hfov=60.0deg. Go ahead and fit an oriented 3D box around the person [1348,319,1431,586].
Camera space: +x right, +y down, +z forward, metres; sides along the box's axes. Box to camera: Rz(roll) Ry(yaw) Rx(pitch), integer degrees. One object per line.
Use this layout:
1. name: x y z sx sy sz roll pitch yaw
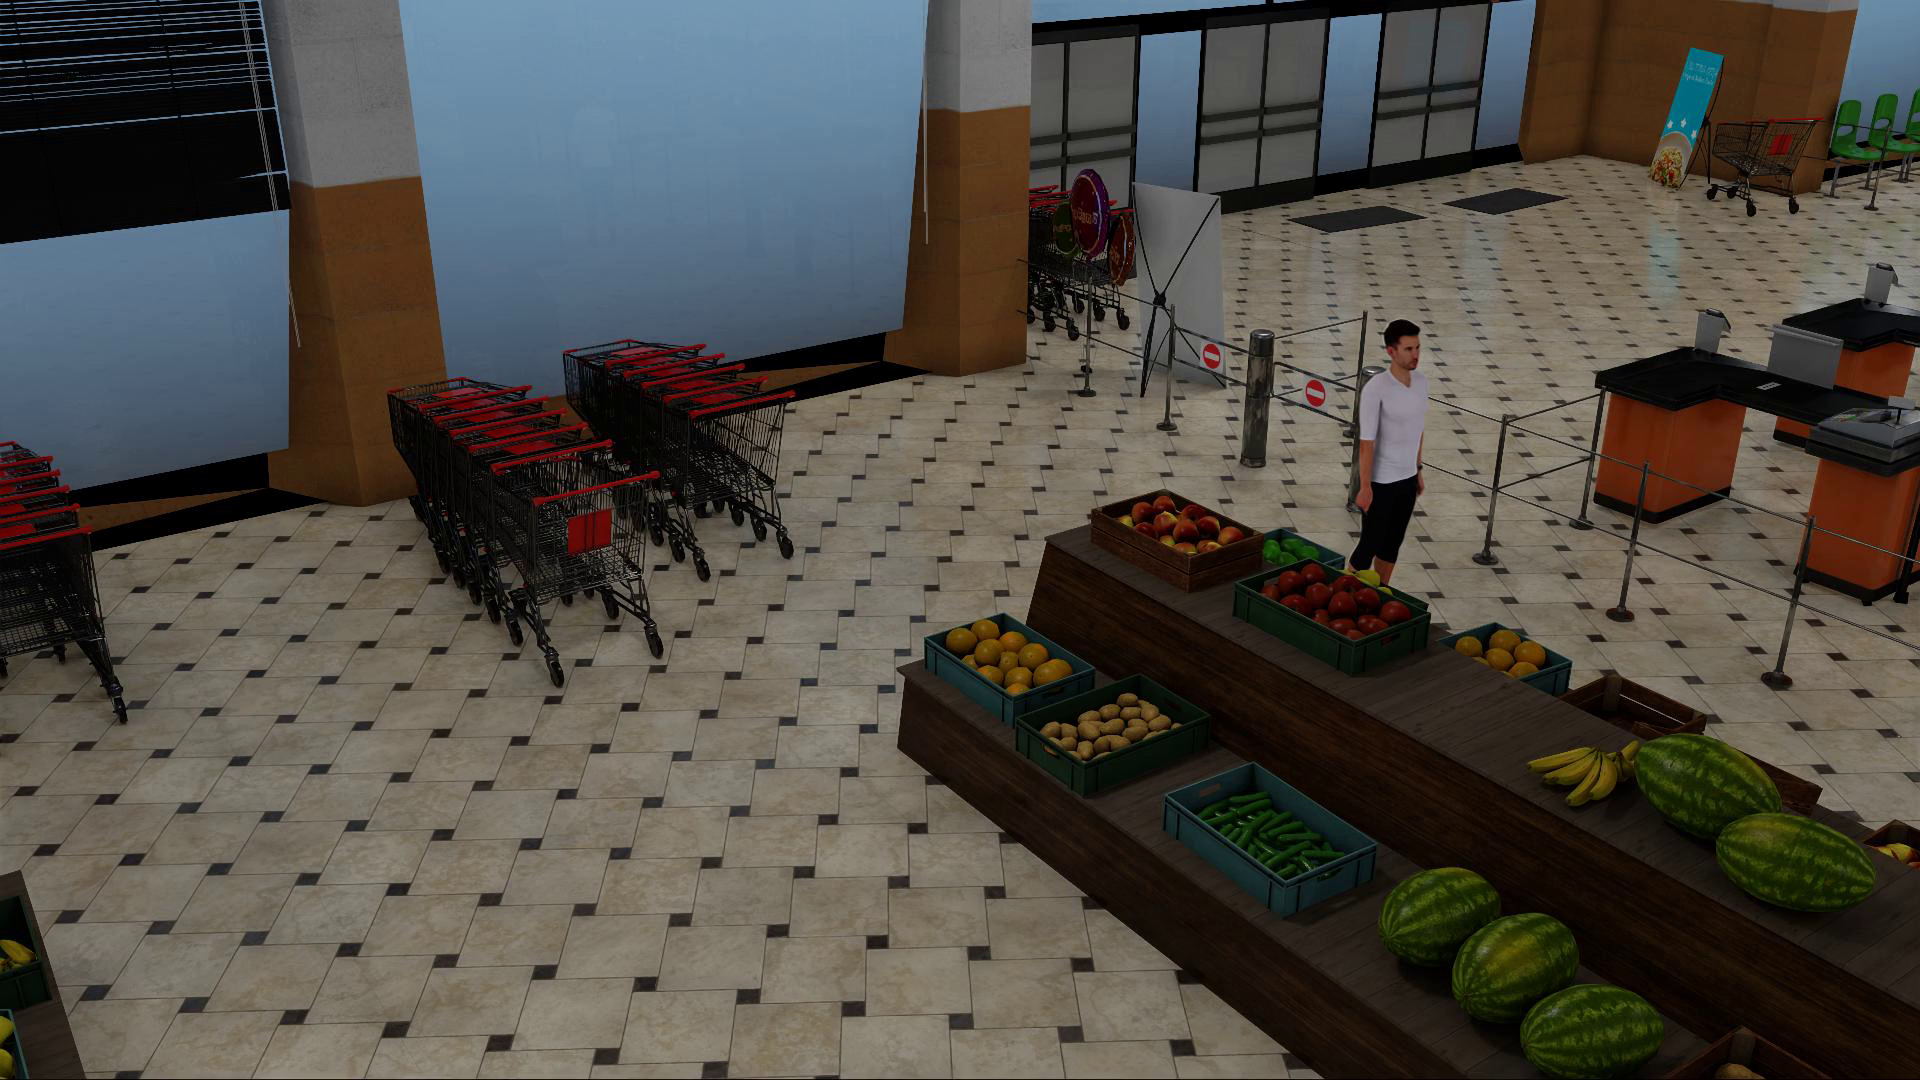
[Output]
1. person: 2.492 -0.380 9.651 0.667 1.851 0.528 -16 28 -32
